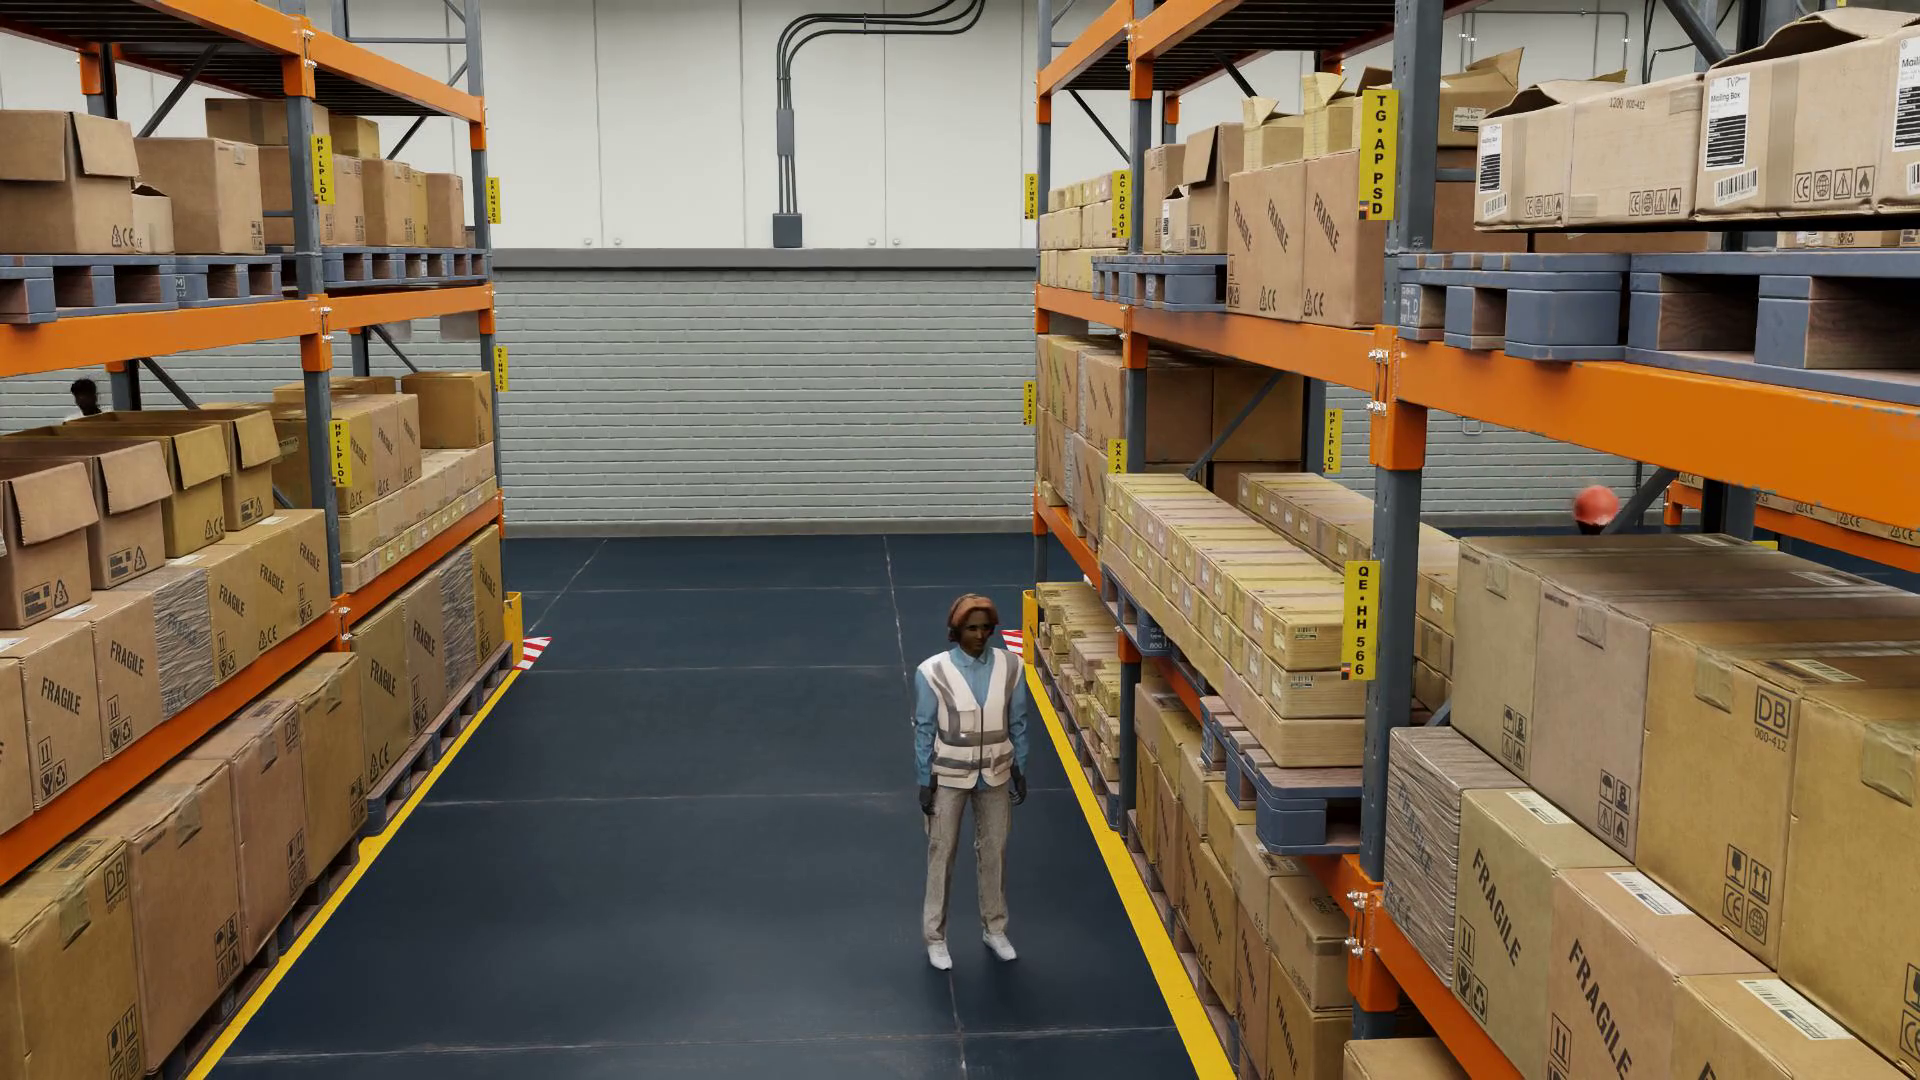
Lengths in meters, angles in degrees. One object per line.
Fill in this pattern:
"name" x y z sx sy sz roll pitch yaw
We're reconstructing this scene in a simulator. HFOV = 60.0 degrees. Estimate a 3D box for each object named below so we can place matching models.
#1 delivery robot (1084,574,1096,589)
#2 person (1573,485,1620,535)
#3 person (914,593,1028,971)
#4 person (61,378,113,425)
"delivery robot" 1.354 0.408 13.633 0.477 0.478 0.707 -9 13 -43
"person" 3.287 0.626 8.726 0.542 1.896 0.990 0 10 -1
"person" 0.042 1.026 7.119 0.510 1.629 0.316 -4 10 -20
"person" -8.365 -0.638 16.190 0.606 1.873 1.087 -1 10 -7
